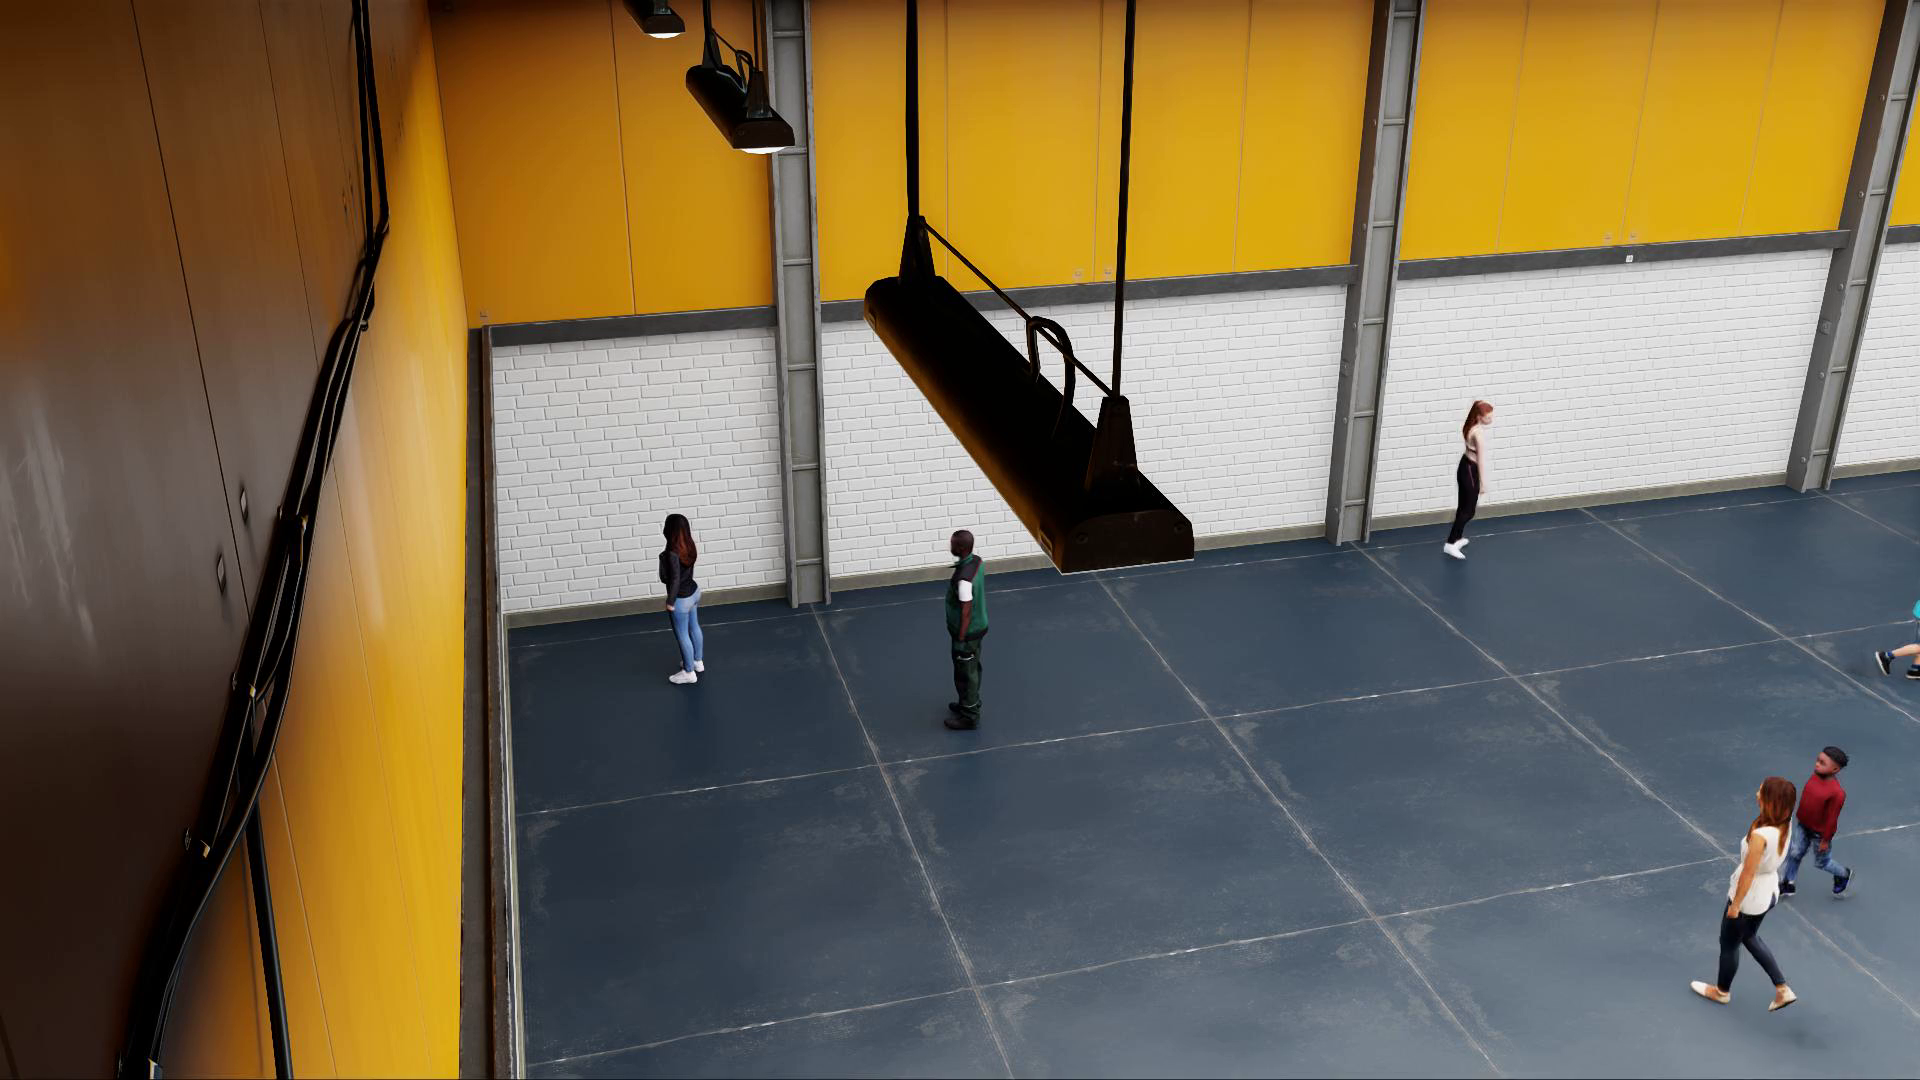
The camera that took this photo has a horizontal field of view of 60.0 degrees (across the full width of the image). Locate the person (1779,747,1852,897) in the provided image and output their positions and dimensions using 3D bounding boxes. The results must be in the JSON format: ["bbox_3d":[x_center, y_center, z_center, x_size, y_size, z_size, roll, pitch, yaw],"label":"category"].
[{"bbox_3d":[6.250,2.064,12.017,0.789,1.235,0.490,-5,24,-12],"label":"person"}]

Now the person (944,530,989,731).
[{"bbox_3d":[0.059,0.756,14.256,0.765,1.840,0.777,4,24,9],"label":"person"}]

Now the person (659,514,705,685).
[{"bbox_3d":[-2.515,0.510,15.077,0.726,1.634,0.724,6,24,14],"label":"person"}]

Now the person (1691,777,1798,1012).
[{"bbox_3d":[5.203,2.331,10.739,0.914,1.771,0.884,-19,30,-37],"label":"person"}]

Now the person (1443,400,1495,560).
[{"bbox_3d":[5.408,-0.702,17.713,0.704,1.742,0.808,-6,24,-14],"label":"person"}]
